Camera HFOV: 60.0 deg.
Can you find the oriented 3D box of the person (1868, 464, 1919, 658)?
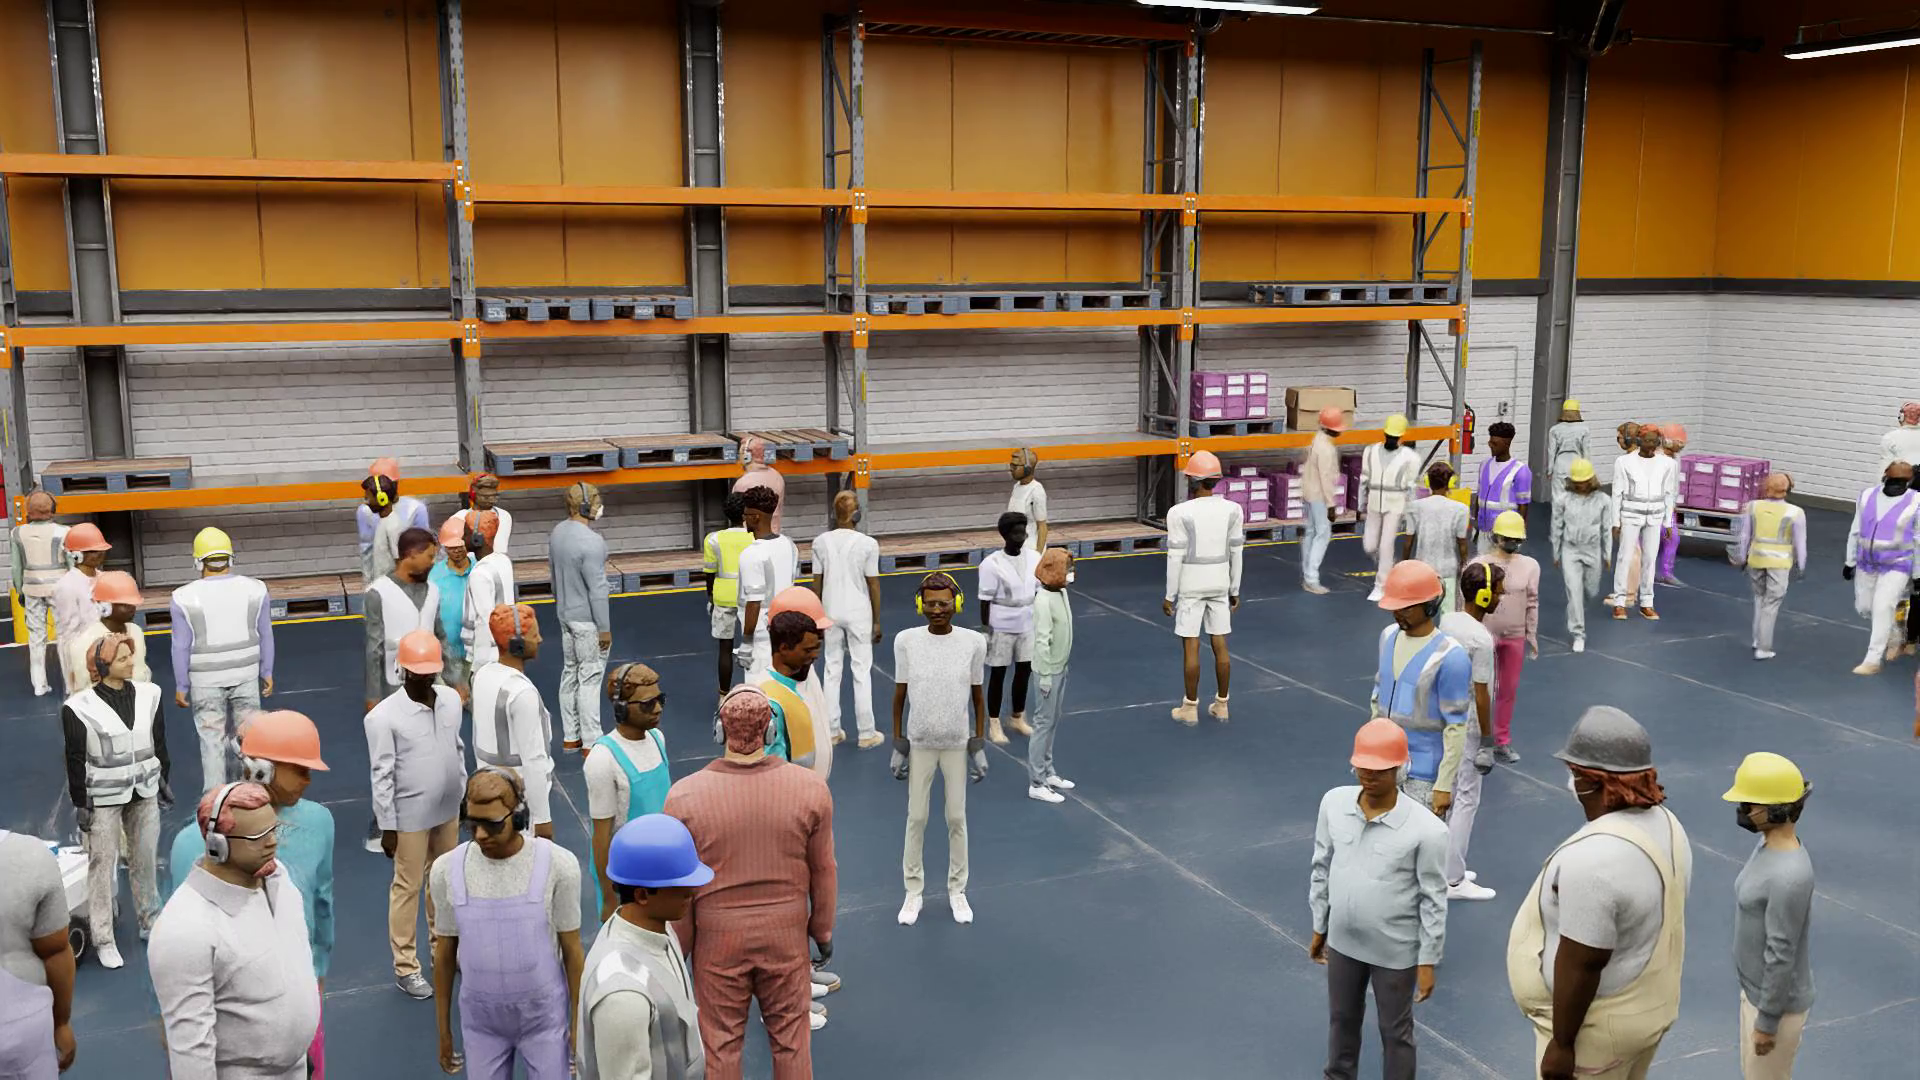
[{"bbox_3d":[8.198,0.189,14.341,0.545,1.697,0.363,4,11,23],"label":"person"}]

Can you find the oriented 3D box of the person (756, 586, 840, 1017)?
[{"bbox_3d":[-0.750,1.200,7.664,0.391,1.993,0.618,2,10,10],"label":"person"}]

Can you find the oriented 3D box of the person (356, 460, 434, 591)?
[{"bbox_3d":[-4.482,0.290,13.212,0.556,1.881,0.840,0,10,-1],"label":"person"}]

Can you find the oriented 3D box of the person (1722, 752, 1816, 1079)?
[{"bbox_3d":[2.854,1.615,5.933,0.344,1.758,0.532,4,10,20],"label":"person"}]

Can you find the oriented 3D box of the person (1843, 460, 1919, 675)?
[{"bbox_3d":[7.757,0.215,13.864,0.686,1.808,0.625,-6,11,-30],"label":"person"}]

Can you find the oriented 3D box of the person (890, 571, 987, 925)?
[{"bbox_3d":[-0.112,1.081,8.678,0.508,1.872,0.329,0,10,-2],"label":"person"}]

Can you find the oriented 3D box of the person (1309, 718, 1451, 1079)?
[{"bbox_3d":[1.584,1.531,6.406,0.332,1.755,0.564,-10,14,-44],"label":"person"}]

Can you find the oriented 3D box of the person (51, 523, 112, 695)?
[{"bbox_3d":[-5.660,0.756,10.877,0.327,1.753,0.562,-1,10,-4],"label":"person"}]

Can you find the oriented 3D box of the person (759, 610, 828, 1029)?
[{"bbox_3d":[-0.805,1.249,7.585,0.392,1.914,0.587,0,10,-1],"label":"person"}]

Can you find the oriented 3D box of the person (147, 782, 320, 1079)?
[{"bbox_3d":[-2.191,1.671,5.174,0.402,1.906,0.652,1,10,4],"label":"person"}]

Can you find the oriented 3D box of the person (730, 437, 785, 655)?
[{"bbox_3d":[-1.793,0.054,14.493,0.408,1.905,0.653,4,11,24],"label":"person"}]

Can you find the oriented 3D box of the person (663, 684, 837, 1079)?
[{"bbox_3d":[-0.791,1.478,6.283,0.651,1.907,0.409,-2,10,-14],"label":"person"}]

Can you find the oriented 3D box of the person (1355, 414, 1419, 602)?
[{"bbox_3d":[4.299,-0.335,16.730,0.631,1.904,0.552,8,12,37],"label":"person"}]

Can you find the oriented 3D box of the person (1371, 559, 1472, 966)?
[{"bbox_3d":[2.190,1.094,8.130,0.385,2.035,0.609,-5,11,-25],"label":"person"}]

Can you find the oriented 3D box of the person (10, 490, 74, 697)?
[{"bbox_3d":[-7.176,0.429,13.105,0.523,1.636,0.310,0,10,-3],"label":"person"}]

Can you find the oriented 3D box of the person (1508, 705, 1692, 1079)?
[{"bbox_3d":[2.106,1.537,5.556,0.537,2.000,0.690,9,14,43],"label":"person"}]

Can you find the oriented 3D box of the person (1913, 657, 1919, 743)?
[{"bbox_3d":[5.634,0.947,9.189,0.747,1.961,0.604,-10,14,-44],"label":"person"}]

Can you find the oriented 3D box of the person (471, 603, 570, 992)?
[{"bbox_3d":[-2.079,1.223,7.820,0.341,1.882,0.587,-8,13,-38],"label":"person"}]

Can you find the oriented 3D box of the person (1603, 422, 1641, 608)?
[{"bbox_3d":[6.597,-0.247,16.420,0.344,1.839,0.505,6,12,32],"label":"person"}]

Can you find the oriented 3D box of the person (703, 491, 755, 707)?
[{"bbox_3d":[-1.682,0.470,12.693,0.541,1.696,0.316,0,10,-2],"label":"person"}]

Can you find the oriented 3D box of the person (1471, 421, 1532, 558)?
[{"bbox_3d":[4.948,-0.116,15.296,0.367,1.966,0.607,-5,11,-28],"label":"person"}]

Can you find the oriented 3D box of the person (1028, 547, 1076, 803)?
[{"bbox_3d":[0.597,0.850,10.690,0.266,1.631,0.507,3,10,17],"label":"person"}]

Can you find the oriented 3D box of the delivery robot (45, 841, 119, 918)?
[{"bbox_3d":[-4.549,1.753,8.322,0.477,0.478,0.707,1,10,3],"label":"delivery robot"}]

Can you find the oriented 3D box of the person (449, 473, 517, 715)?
[{"bbox_3d":[-3.642,0.400,12.692,0.395,1.838,0.564,6,12,33],"label":"person"}]

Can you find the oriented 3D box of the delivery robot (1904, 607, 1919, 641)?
[{"bbox_3d":[8.608,0.684,14.482,0.707,0.478,0.477,-3,10,-18],"label":"delivery robot"}]

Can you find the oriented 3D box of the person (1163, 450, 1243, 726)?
[{"bbox_3d":[1.791,0.355,12.347,0.613,2.046,0.380,-3,10,-17],"label":"person"}]

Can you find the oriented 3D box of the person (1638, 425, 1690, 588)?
[{"bbox_3d":[7.323,-0.341,17.326,0.655,1.713,0.669,-8,12,-37],"label":"person"}]

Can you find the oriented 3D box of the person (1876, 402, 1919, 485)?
[{"bbox_3d":[10.107,-0.527,17.837,0.641,1.908,0.407,-1,10,-4],"label":"person"}]

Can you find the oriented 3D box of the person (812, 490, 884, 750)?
[{"bbox_3d":[-0.793,0.567,11.724,0.507,1.841,0.351,3,10,19],"label":"person"}]

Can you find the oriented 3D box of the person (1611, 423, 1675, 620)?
[{"bbox_3d":[6.497,-0.172,15.858,0.583,1.883,0.350,1,10,3],"label":"person"}]

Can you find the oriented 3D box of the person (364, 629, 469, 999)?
[{"bbox_3d":[-2.535,1.274,7.905,0.328,1.747,0.572,5,11,27],"label":"person"}]

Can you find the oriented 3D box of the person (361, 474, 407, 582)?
[{"bbox_3d":[-4.259,0.434,12.421,0.314,1.863,0.536,-4,11,-23],"label":"person"}]

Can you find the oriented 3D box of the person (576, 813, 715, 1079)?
[{"bbox_3d":[-0.897,1.720,4.804,0.413,1.942,0.607,-1,10,-6],"label":"person"}]

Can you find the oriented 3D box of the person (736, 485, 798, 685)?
[{"bbox_3d":[-1.308,0.607,11.129,0.361,1.965,0.613,4,11,21],"label":"person"}]

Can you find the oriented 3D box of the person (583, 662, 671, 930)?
[{"bbox_3d":[-1.343,1.404,6.884,0.351,1.846,0.507,3,10,19],"label":"person"}]

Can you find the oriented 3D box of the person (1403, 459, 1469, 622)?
[{"bbox_3d":[3.795,0.290,13.277,0.521,1.860,0.319,5,11,28],"label":"person"}]

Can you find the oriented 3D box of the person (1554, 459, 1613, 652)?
[{"bbox_3d":[5.526,0.101,14.806,0.499,1.709,0.694,2,10,13],"label":"person"}]

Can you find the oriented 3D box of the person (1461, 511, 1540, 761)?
[{"bbox_3d":[3.660,0.669,11.402,0.622,1.753,0.324,-1,10,-4],"label":"person"}]

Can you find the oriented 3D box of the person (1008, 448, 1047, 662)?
[{"bbox_3d":[0.561,0.125,14.258,0.329,1.844,0.517,-4,11,-23],"label":"person"}]

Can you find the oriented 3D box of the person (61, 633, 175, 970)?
[{"bbox_3d":[-4.153,1.270,8.237,0.307,1.645,0.513,6,12,32],"label":"person"}]

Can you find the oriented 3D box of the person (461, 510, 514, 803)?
[{"bbox_3d":[-3.006,0.739,10.612,0.355,1.883,0.575,0,10,-2],"label":"person"}]

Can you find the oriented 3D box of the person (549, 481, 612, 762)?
[{"bbox_3d":[-2.593,0.557,11.496,0.358,1.938,0.636,-8,13,-39],"label":"person"}]

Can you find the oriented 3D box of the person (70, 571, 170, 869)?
[{"bbox_3d":[-4.718,1.029,9.345,0.405,1.734,0.581,1,10,4],"label":"person"}]

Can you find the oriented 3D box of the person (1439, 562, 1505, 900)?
[{"bbox_3d":[2.749,1.031,9.018,0.337,1.858,0.524,-2,10,-10],"label":"person"}]

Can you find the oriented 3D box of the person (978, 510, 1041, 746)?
[{"bbox_3d":[0.362,0.619,11.866,0.542,1.689,0.320,-7,12,-35],"label":"person"}]

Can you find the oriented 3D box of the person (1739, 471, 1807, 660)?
[{"bbox_3d":[7.043,0.216,14.347,0.560,1.620,0.541,-7,12,-36],"label":"person"}]

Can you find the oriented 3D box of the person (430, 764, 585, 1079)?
[{"bbox_3d":[-1.514,1.632,5.616,0.518,1.836,0.346,0,10,-1],"label":"person"}]

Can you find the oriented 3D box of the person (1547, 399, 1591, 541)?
[{"bbox_3d":[7.349,-0.836,20.112,0.484,1.735,0.309,3,10,18],"label":"person"}]

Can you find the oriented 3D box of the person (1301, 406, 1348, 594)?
[{"bbox_3d":[3.750,-0.433,17.226,0.389,1.949,0.776,1,10,5],"label":"person"}]

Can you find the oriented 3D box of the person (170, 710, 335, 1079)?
[{"bbox_3d":[-2.498,1.539,5.836,0.893,1.945,0.639,9,13,41],"label":"person"}]

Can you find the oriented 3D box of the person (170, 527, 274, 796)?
[{"bbox_3d":[-4.538,0.828,10.249,0.600,1.828,0.404,-8,13,-39],"label":"person"}]

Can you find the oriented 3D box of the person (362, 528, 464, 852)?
[{"bbox_3d":[-3.317,0.876,9.906,0.430,1.864,0.698,5,11,25],"label":"person"}]
